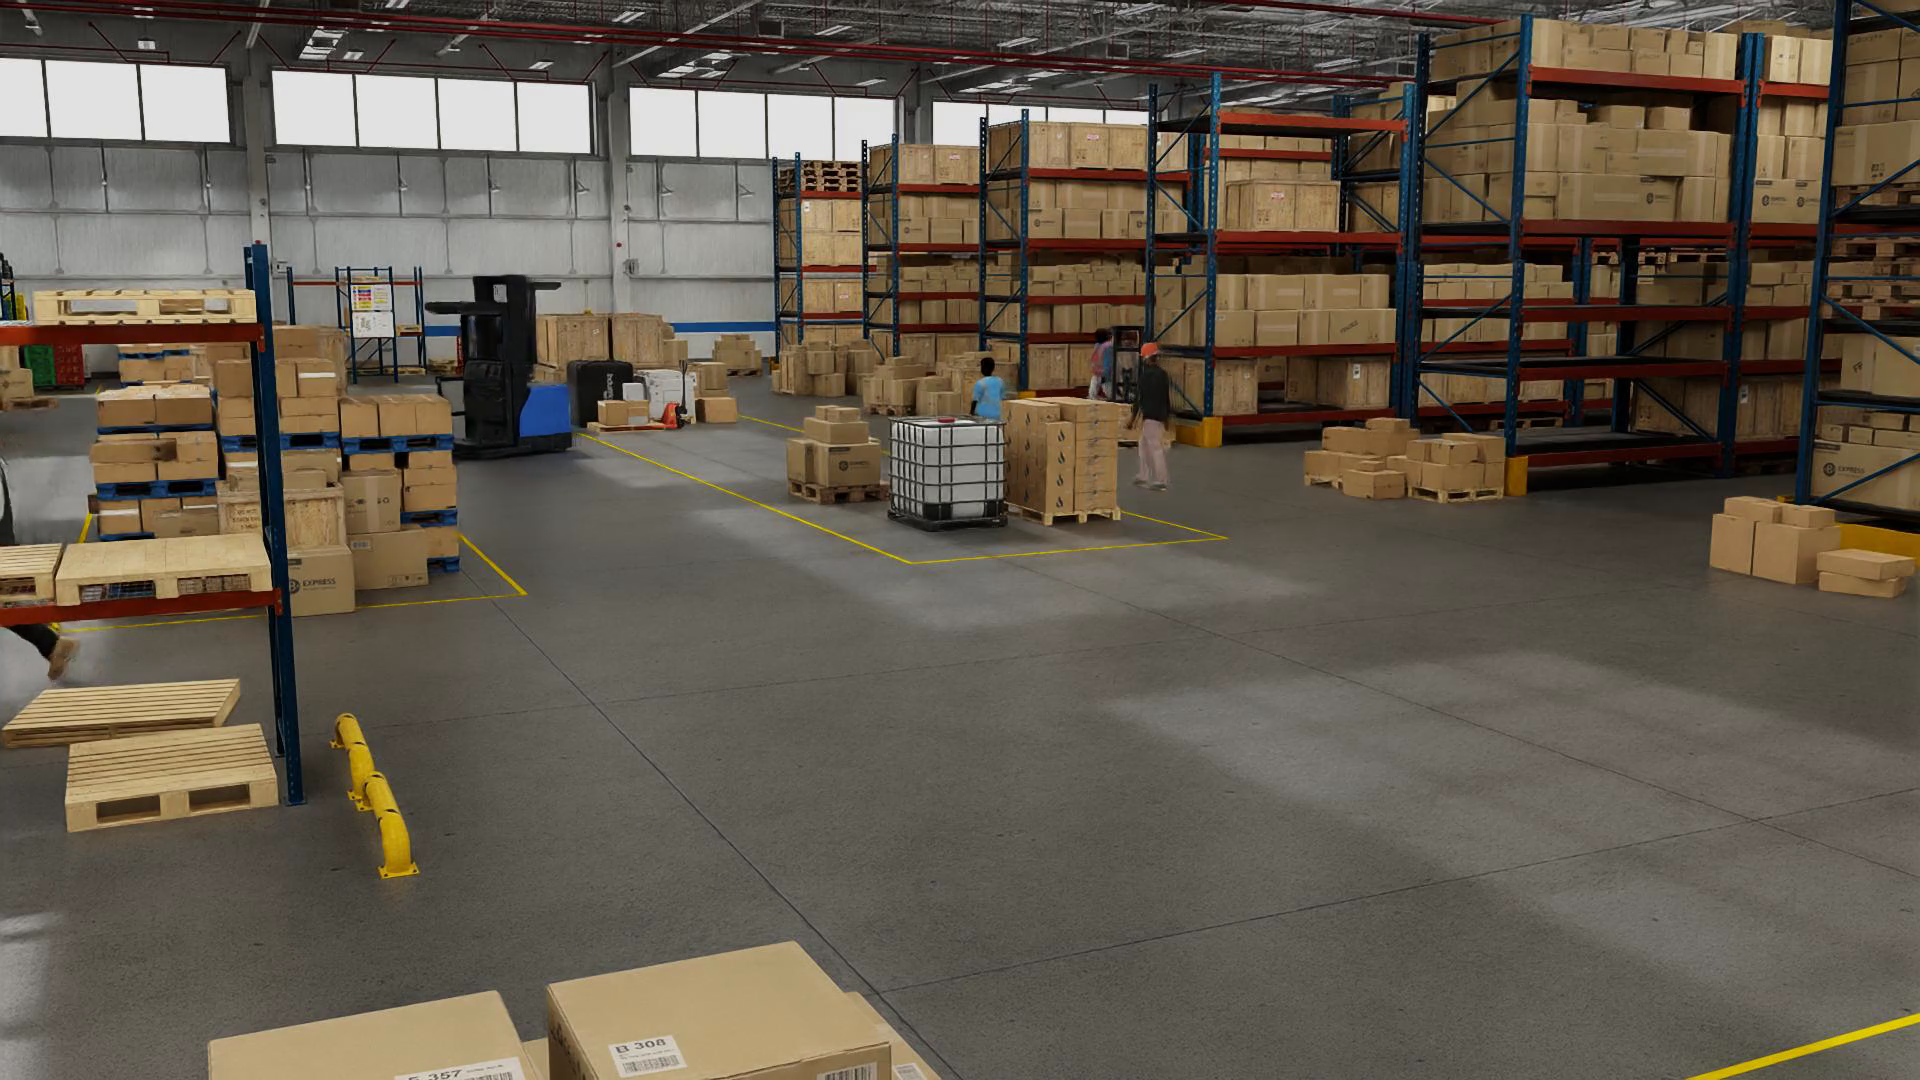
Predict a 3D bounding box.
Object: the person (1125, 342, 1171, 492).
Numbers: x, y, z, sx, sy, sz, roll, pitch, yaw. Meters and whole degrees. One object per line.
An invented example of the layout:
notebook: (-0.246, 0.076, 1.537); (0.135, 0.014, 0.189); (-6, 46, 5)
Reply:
person: (2.444, -1.620, 21.992); (0.839, 1.960, 0.618); (6, 11, 32)

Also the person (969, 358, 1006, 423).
person: (0.338, -1.782, 23.896); (0.557, 1.652, 0.835); (-8, 12, -41)

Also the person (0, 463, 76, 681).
person: (-6.615, 0.053, 11.353); (0.834, 2.000, 0.693); (-4, 10, -21)

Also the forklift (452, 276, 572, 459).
forklift: (-7.205, -2.761, 26.219); (1.129, 2.768, 1.873); (7, 12, 37)

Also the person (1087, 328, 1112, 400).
person: (2.641, -3.176, 32.103); (0.889, 1.802, 0.663); (-4, 10, -22)

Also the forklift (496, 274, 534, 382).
forklift: (-11.284, -5.374, 42.428); (1.873, 2.768, 1.129); (-4, 10, -25)

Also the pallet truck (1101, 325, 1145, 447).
pallet truck: (2.881, -2.596, 27.923); (0.823, 1.965, 1.885); (-1, 9, -7)
